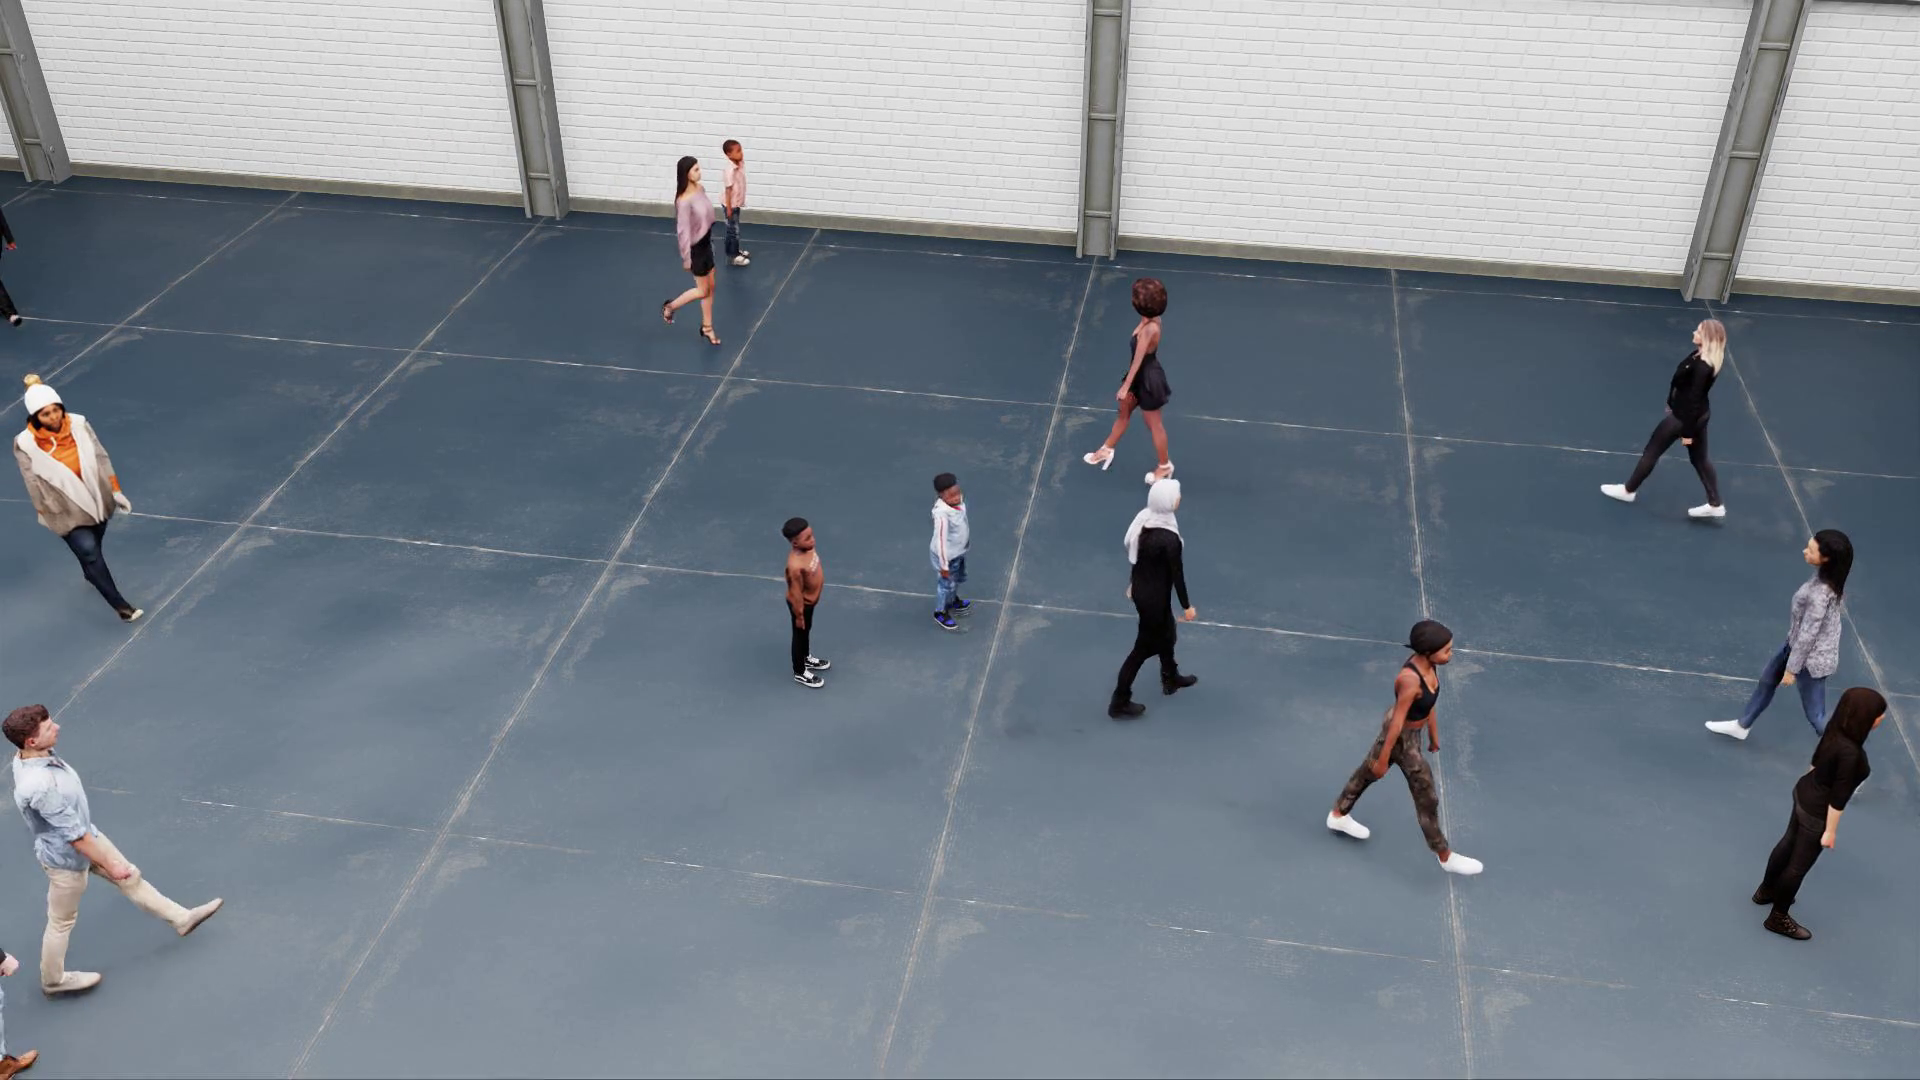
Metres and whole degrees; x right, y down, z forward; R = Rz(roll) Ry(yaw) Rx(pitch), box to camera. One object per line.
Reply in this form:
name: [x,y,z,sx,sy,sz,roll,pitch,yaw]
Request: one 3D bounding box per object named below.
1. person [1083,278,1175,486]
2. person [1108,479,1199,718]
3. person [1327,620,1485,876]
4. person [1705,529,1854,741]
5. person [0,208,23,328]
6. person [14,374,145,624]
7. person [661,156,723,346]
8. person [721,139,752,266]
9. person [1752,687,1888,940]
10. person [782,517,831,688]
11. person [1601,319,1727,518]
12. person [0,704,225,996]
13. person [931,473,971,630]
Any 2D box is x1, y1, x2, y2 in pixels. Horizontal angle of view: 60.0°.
person: [1.542,-1.190,12.967,0.957,1.761,0.570,4,34,6]
person: [1.134,0.428,10.541,1.017,1.751,0.855,-10,35,-14]
person: [2.456,1.143,9.564,1.231,1.642,0.847,17,37,24]
person: [5.271,0.739,10.129,1.274,1.690,0.996,23,40,30]
person: [-9.186,-2.791,15.543,1.161,1.575,0.974,23,40,30]
person: [-6.206,-0.323,11.597,1.276,1.833,0.998,20,38,27]
person: [-2.446,-2.601,15.054,0.829,1.800,0.656,8,35,13]
person: [-2.306,-3.417,16.733,0.588,1.300,0.525,7,34,10]
person: [4.683,1.458,9.091,0.500,1.641,0.567,7,34,10]
person: [-1.046,0.388,11.050,0.467,1.254,0.517,7,34,10]
person: [5.611,-0.876,12.601,1.226,1.643,0.944,21,39,29]
person: [-4.714,1.666,8.635,1.281,1.800,1.099,-14,36,-20]
person: [-0.060,0.051,11.567,0.562,1.243,0.610,8,34,12]
